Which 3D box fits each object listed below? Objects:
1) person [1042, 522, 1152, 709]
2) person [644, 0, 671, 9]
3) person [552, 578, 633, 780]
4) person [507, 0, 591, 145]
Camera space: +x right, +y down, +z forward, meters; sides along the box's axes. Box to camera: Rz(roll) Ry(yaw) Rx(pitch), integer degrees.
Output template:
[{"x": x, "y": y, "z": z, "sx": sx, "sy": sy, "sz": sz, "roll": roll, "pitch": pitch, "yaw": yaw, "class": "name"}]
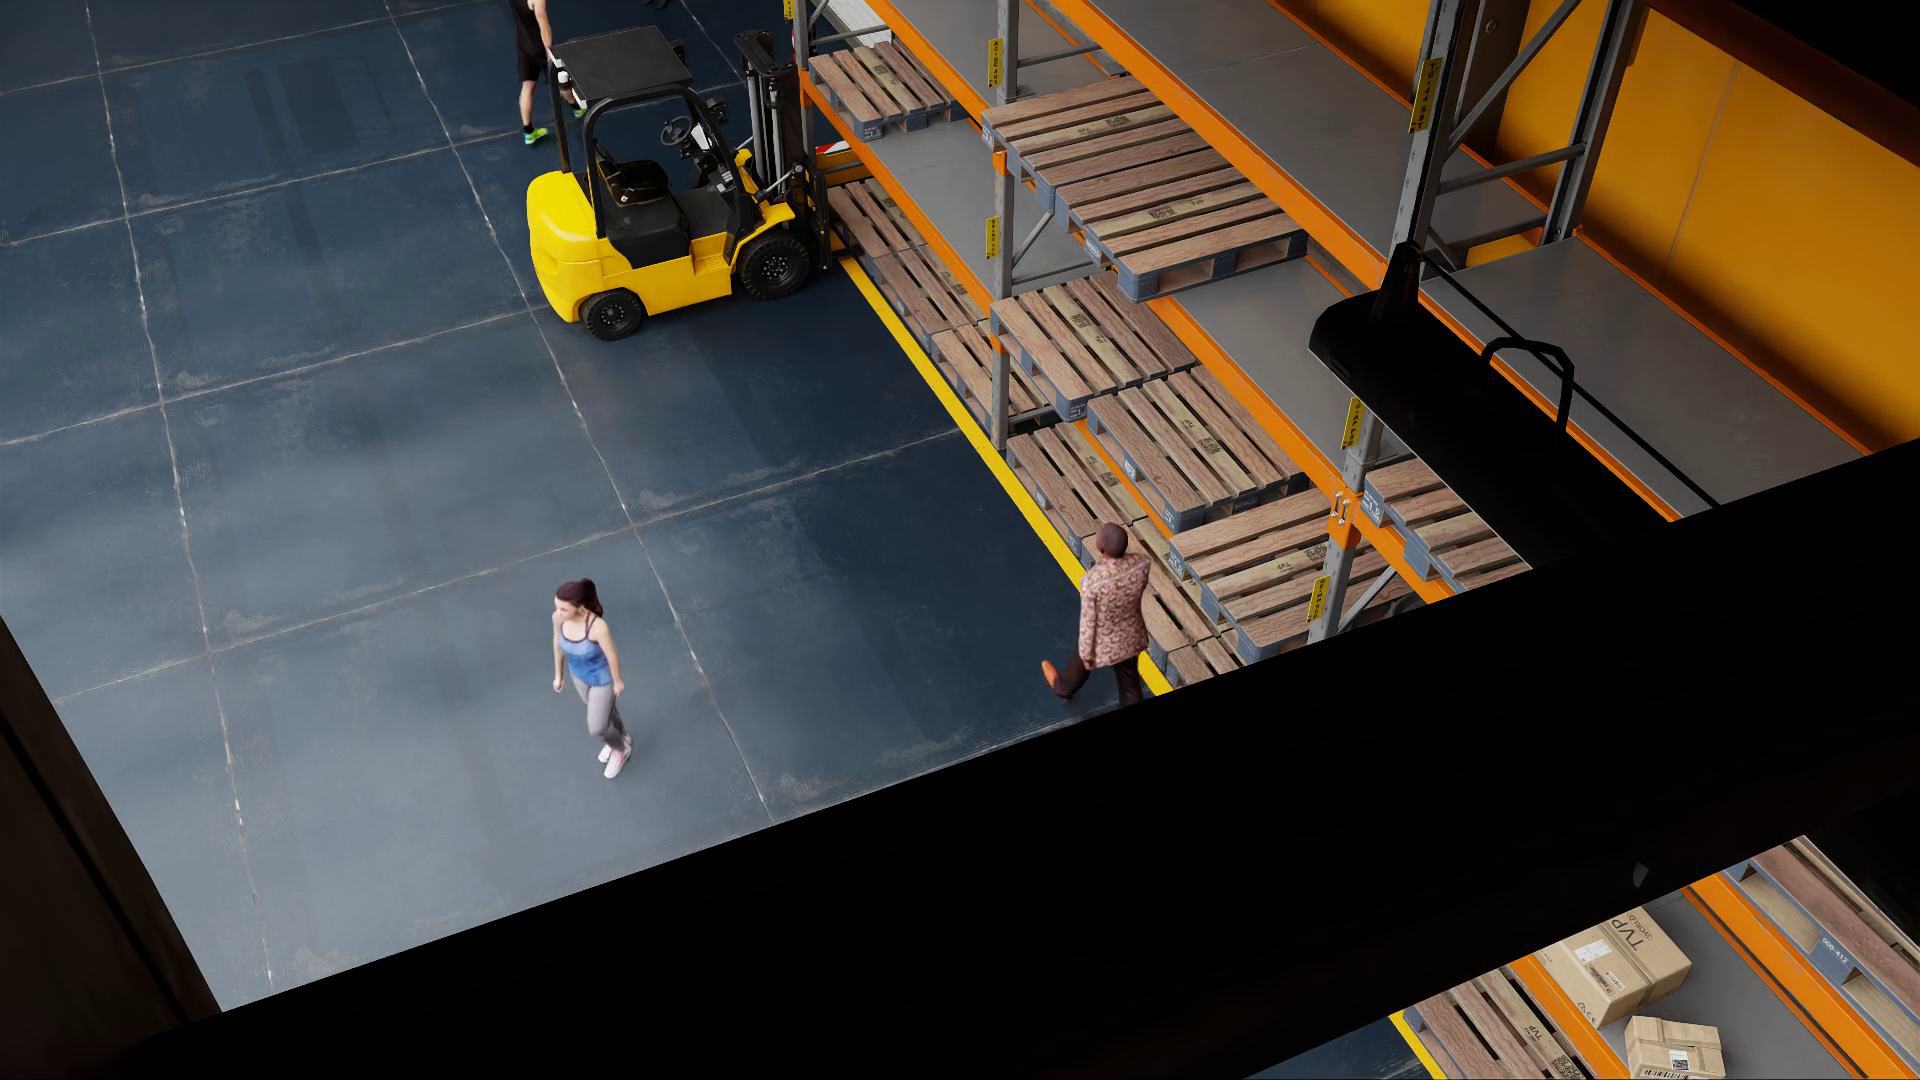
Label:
[{"x": 0.982, "y": 0.657, "z": 10.216, "sx": 0.684, "sy": 1.768, "sz": 1.097, "roll": -18, "pitch": 47, "yaw": -18, "class": "person"}, {"x": -3.346, "y": -6.570, "z": 17.885, "sx": 0.632, "sy": 1.652, "sz": 0.717, "roll": 20, "pitch": 47, "yaw": 19, "class": "person"}, {"x": -2.197, "y": 0.789, "z": 10.203, "sx": 0.667, "sy": 1.594, "sz": 0.742, "roll": 27, "pitch": 50, "yaw": 26, "class": "person"}, {"x": -4.063, "y": -4.619, "z": 15.700, "sx": 1.214, "sy": 1.842, "sz": 1.153, "roll": 24, "pitch": 49, "yaw": 23, "class": "person"}]
